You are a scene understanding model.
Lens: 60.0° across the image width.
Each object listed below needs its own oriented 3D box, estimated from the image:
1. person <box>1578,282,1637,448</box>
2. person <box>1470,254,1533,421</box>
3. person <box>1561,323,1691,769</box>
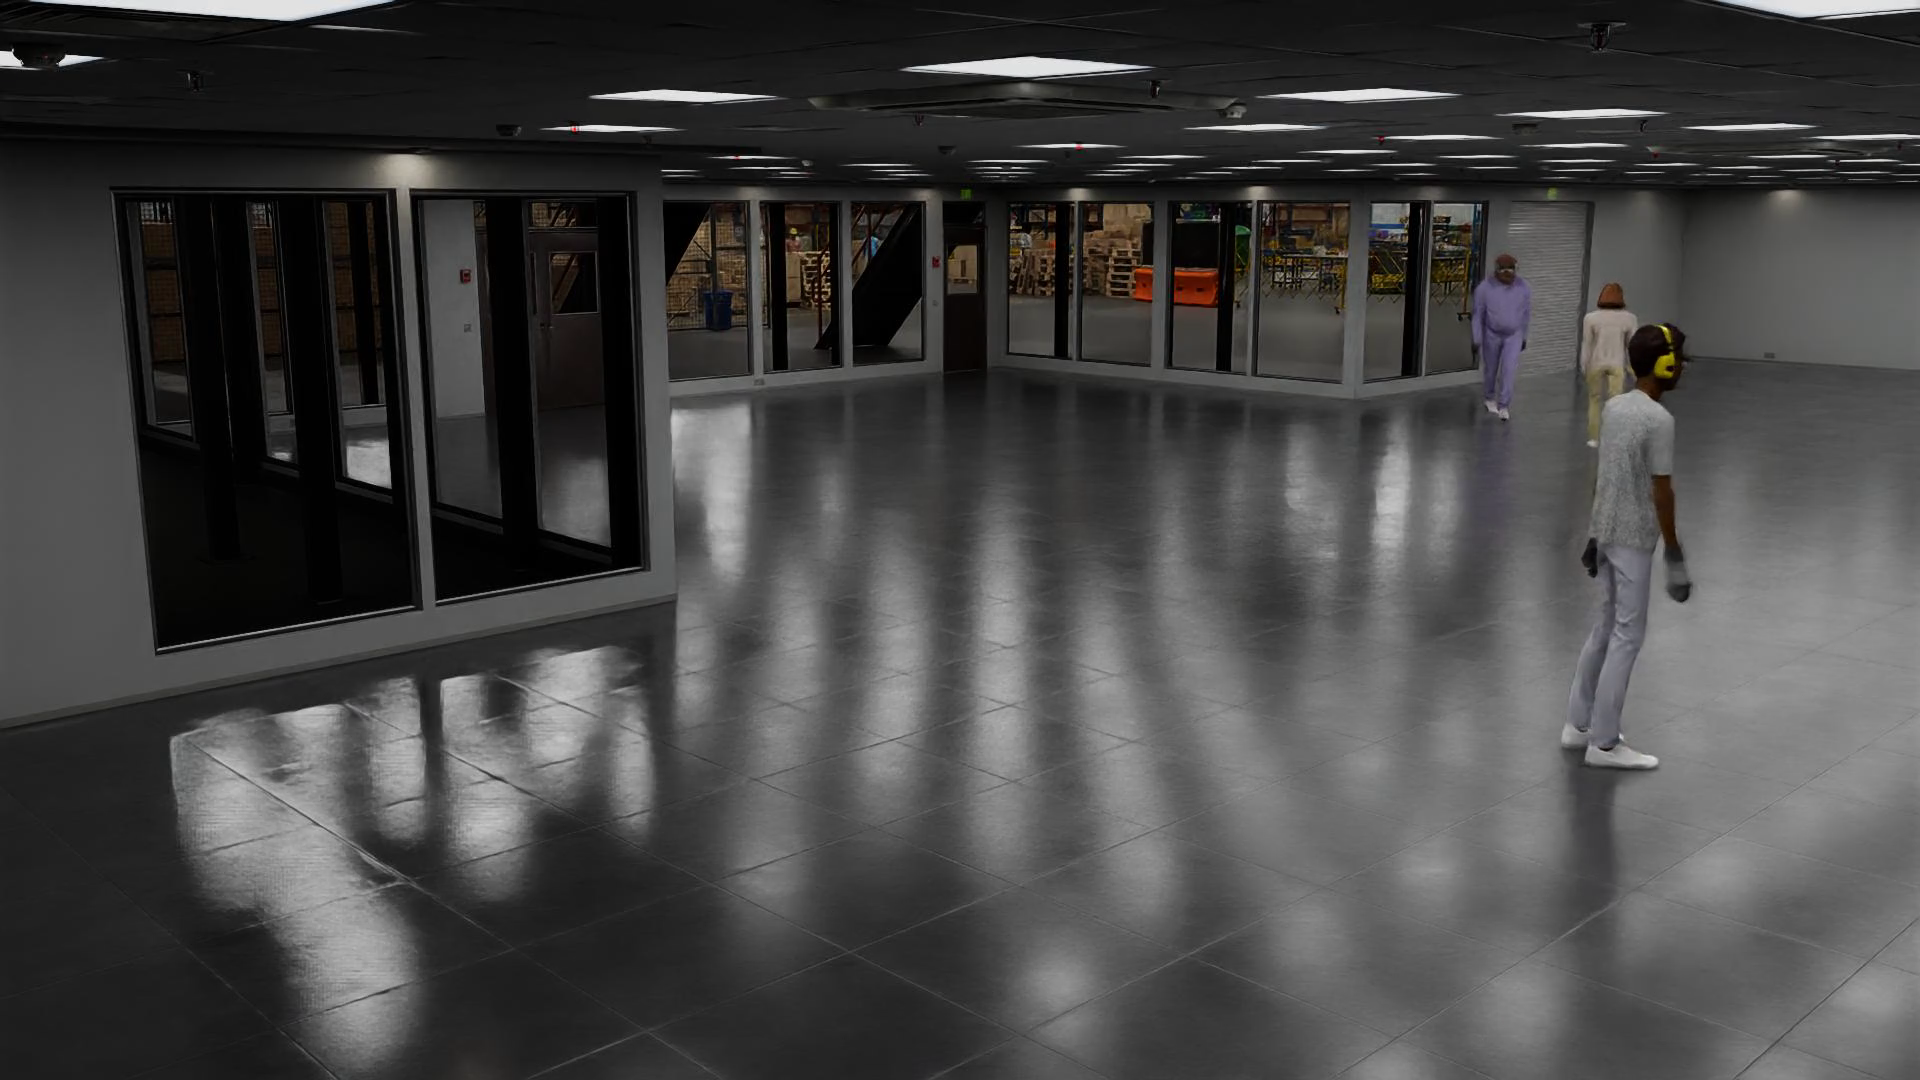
[{"bbox_3d":[6.233,-1.660,16.010,0.511,1.621,0.504,2,11,11],"label":"person"},{"bbox_3d":[6.046,-2.287,18.646,0.649,1.832,1.045,2,12,12],"label":"person"},{"bbox_3d":[2.805,0.030,6.946,0.360,1.857,0.575,-1,11,-4],"label":"person"}]
